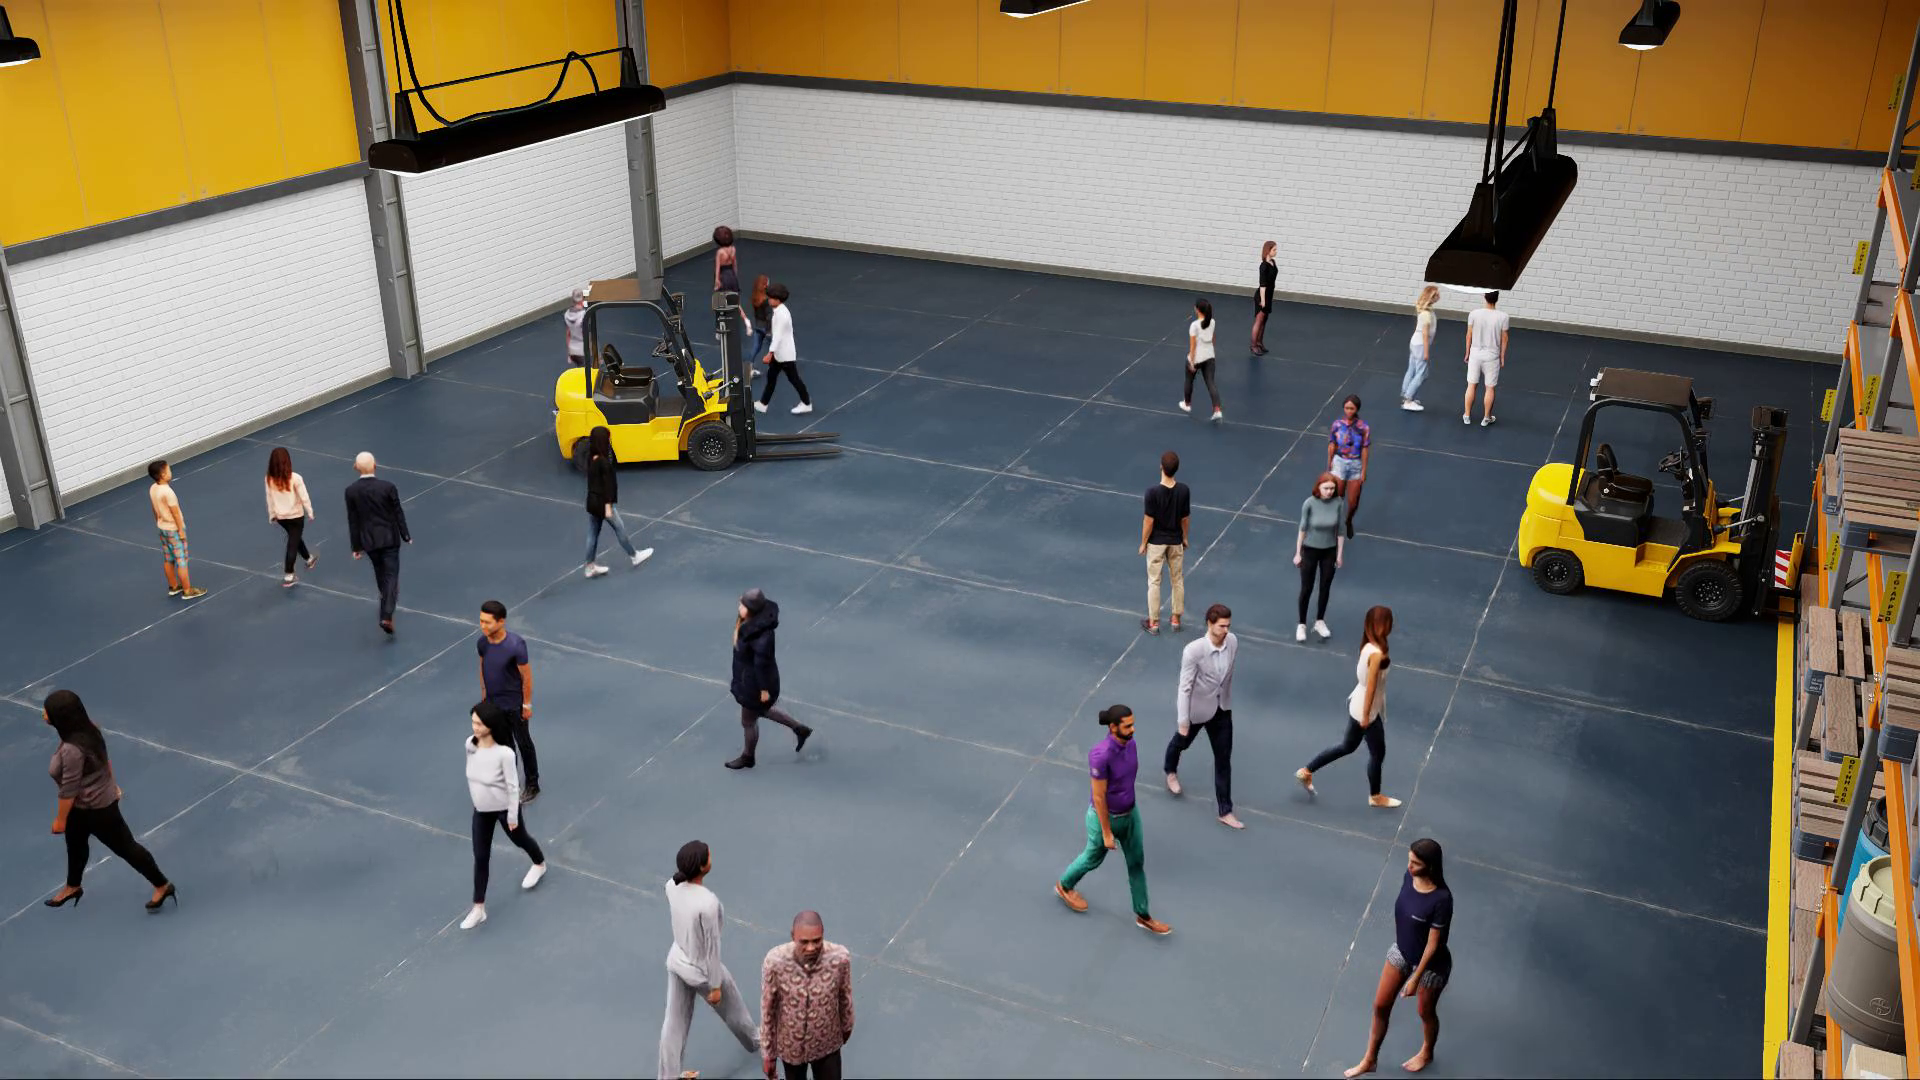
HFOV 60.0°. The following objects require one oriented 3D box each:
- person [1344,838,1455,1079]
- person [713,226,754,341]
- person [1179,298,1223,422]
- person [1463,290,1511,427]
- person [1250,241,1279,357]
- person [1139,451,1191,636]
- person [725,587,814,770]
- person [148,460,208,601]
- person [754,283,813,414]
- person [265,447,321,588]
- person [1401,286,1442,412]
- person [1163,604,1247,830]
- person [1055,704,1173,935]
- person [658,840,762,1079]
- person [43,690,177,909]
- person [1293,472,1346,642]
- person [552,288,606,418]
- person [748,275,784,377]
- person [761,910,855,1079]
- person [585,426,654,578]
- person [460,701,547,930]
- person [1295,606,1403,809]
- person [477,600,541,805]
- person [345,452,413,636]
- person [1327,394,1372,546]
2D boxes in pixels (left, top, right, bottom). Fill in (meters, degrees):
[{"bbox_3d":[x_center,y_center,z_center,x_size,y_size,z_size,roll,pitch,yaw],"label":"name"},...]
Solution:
[{"bbox_3d":[2.925,2.597,10.322,0.981,1.737,0.864,-13,27,-27],"label":"person"},{"bbox_3d":[-3.442,-3.813,24.941,0.760,1.774,0.898,17,29,34],"label":"person"},{"bbox_3d":[3.216,-2.320,21.739,1.101,1.602,1.105,-10,25,-21],"label":"person"},{"bbox_3d":[6.820,-2.401,21.609,0.664,1.856,0.547,11,26,23],"label":"person"},{"bbox_3d":[4.472,-3.567,24.470,0.652,1.701,0.458,12,26,26],"label":"person"},{"bbox_3d":[1.987,0.026,16.053,0.710,1.859,0.745,-6,24,-13],"label":"person"},{"bbox_3d":[-1.601,1.138,13.762,1.048,1.655,1.045,-5,24,-11],"label":"person"},{"bbox_3d":[-8.005,-0.114,16.870,0.549,1.461,0.516,15,28,30],"label":"person"},{"bbox_3d":[-2.239,-2.476,21.900,1.125,1.759,1.110,-6,24,-14],"label":"person"},{"bbox_3d":[-6.927,-0.217,17.125,0.743,1.445,1.036,4,24,9],"label":"person"},{"bbox_3d":[6.114,-2.554,22.137,0.762,1.712,0.622,2,24,4],"label":"person"},{"bbox_3d":[1.891,1.316,13.187,1.275,1.790,1.283,-9,25,-21],"label":"person"},{"bbox_3d":[1.003,1.954,11.796,0.979,1.734,1.181,22,32,40],"label":"person"},{"bbox_3d":[-1.681,2.668,10.217,0.888,1.691,1.178,20,31,38],"label":"person"},{"bbox_3d":[-6.039,1.902,11.848,1.186,1.789,1.125,-9,25,-19],"label":"person"},{"bbox_3d":[3.443,0.136,15.956,0.703,1.735,0.711,-1,24,-3],"label":"person"},{"bbox_3d":[-4.959,-2.333,21.536,0.928,1.788,1.282,20,31,38],"label":"person"},{"bbox_3d":[-2.828,-2.993,23.471,0.772,1.447,1.032,21,31,40],"label":"person"},{"bbox_3d":[-0.901,2.849,9.712,1.057,1.764,1.244,-2,24,-5],"label":"person"},{"bbox_3d":[-3.786,-0.368,17.256,1.071,1.617,0.859,-18,30,-36],"label":"person"},{"bbox_3d":[-3.275,1.905,12.010,0.632,1.654,1.101,10,26,22],"label":"person"},{"bbox_3d":[3.111,1.340,13.172,0.879,1.757,1.090,3,24,6],"label":"person"},{"bbox_3d":[-3.607,1.273,13.288,0.647,1.788,0.510,11,26,24],"label":"person"},{"bbox_3d":[-5.626,0.046,16.114,1.053,1.772,1.296,-1,24,-3],"label":"person"},{"bbox_3d":[4.198,-0.753,17.997,0.629,1.729,0.693,7,25,16],"label":"person"}]
